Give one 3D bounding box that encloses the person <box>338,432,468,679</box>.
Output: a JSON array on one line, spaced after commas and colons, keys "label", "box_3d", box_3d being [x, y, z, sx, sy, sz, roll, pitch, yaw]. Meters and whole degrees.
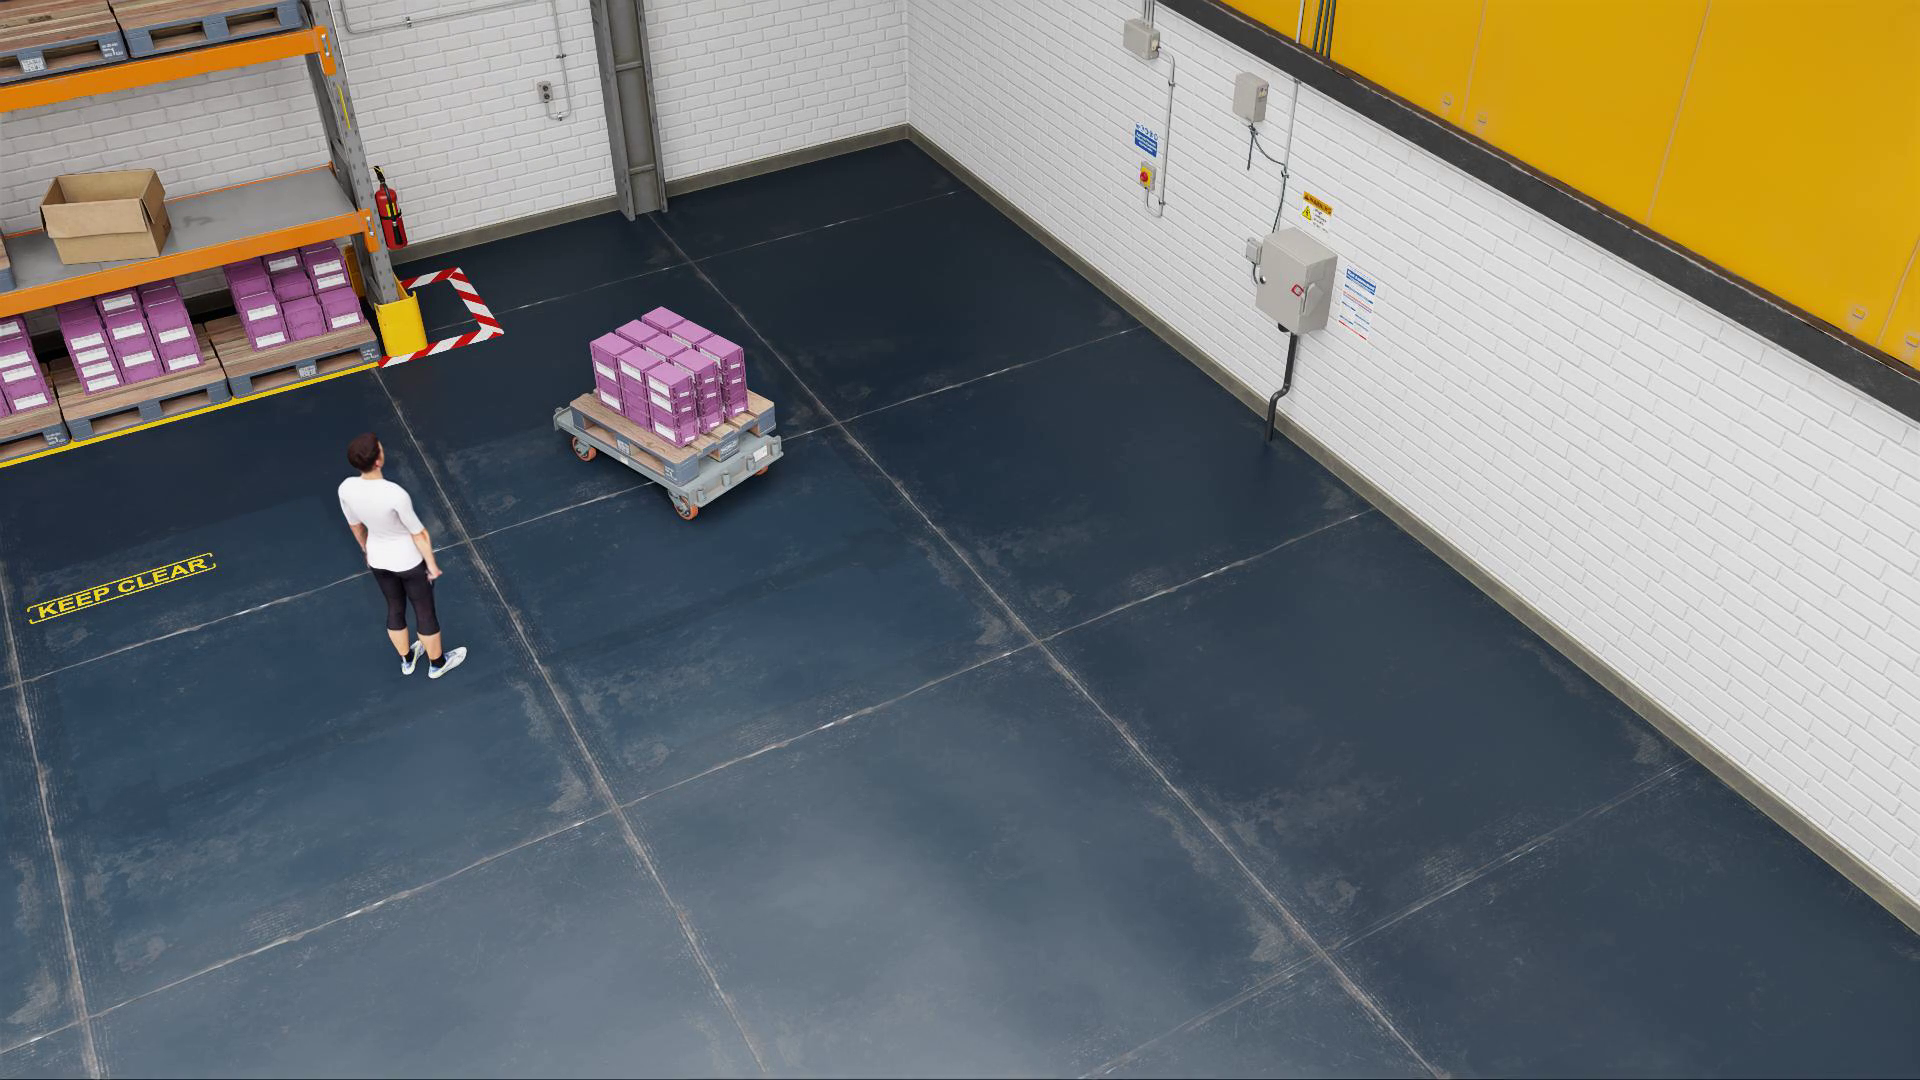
[{"label": "person", "box_3d": [-3.547, 0.113, 10.457, 0.747, 1.851, 0.801, 11, 40, 13]}]
